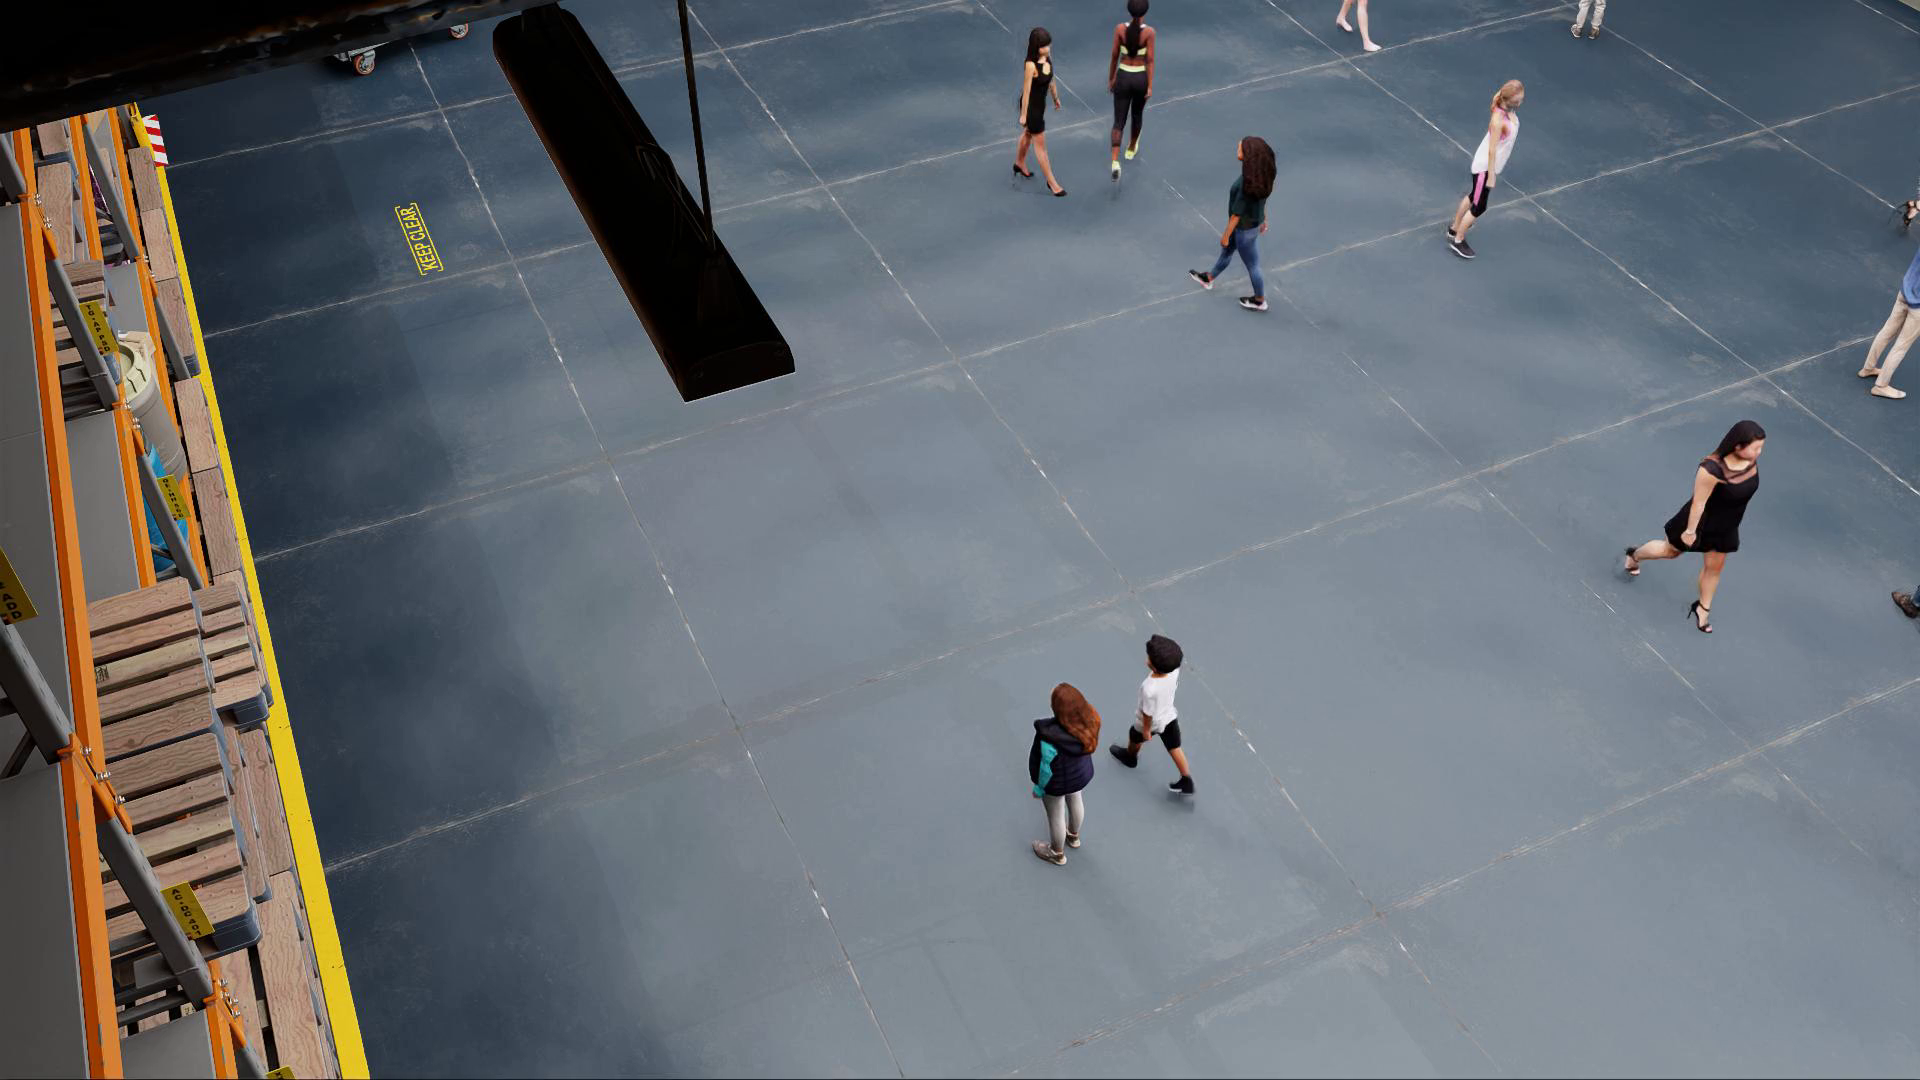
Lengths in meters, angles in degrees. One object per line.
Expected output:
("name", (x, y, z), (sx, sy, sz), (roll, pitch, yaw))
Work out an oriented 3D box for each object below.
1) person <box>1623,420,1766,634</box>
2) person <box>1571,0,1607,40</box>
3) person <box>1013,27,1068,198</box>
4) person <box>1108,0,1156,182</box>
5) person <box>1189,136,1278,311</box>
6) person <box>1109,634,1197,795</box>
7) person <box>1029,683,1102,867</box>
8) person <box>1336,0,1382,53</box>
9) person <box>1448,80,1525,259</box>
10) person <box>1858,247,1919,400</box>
("person", (4.976, -0.161, 11.270), (0.702, 1.680, 1.064), (-22, 48, -21))
("person", (6.787, -5.976, 17.642), (0.567, 1.310, 0.612), (9, 44, 10))
("person", (0.633, -3.995, 15.337), (0.991, 1.622, 0.907), (14, 45, 14))
("person", (1.567, -4.174, 15.451), (0.998, 1.724, 1.135), (9, 44, 9))
("person", (2.477, -2.597, 13.896), (1.077, 1.585, 0.939), (22, 48, 22))
("person", (1.271, 1.101, 10.264), (0.685, 1.241, 0.942), (-32, 52, -29))
("person", (0.611, 1.369, 9.795), (0.686, 1.500, 0.660), (33, 53, 30))
("person", (4.214, -6.091, 17.466), (0.622, 1.720, 1.111), (-21, 47, -21))
("person", (4.549, -3.274, 14.486), (0.908, 1.750, 0.864), (7, 44, 8))
("person", (7.525, -1.892, 13.074), (0.751, 1.698, 0.631), (-1, 44, -1))
